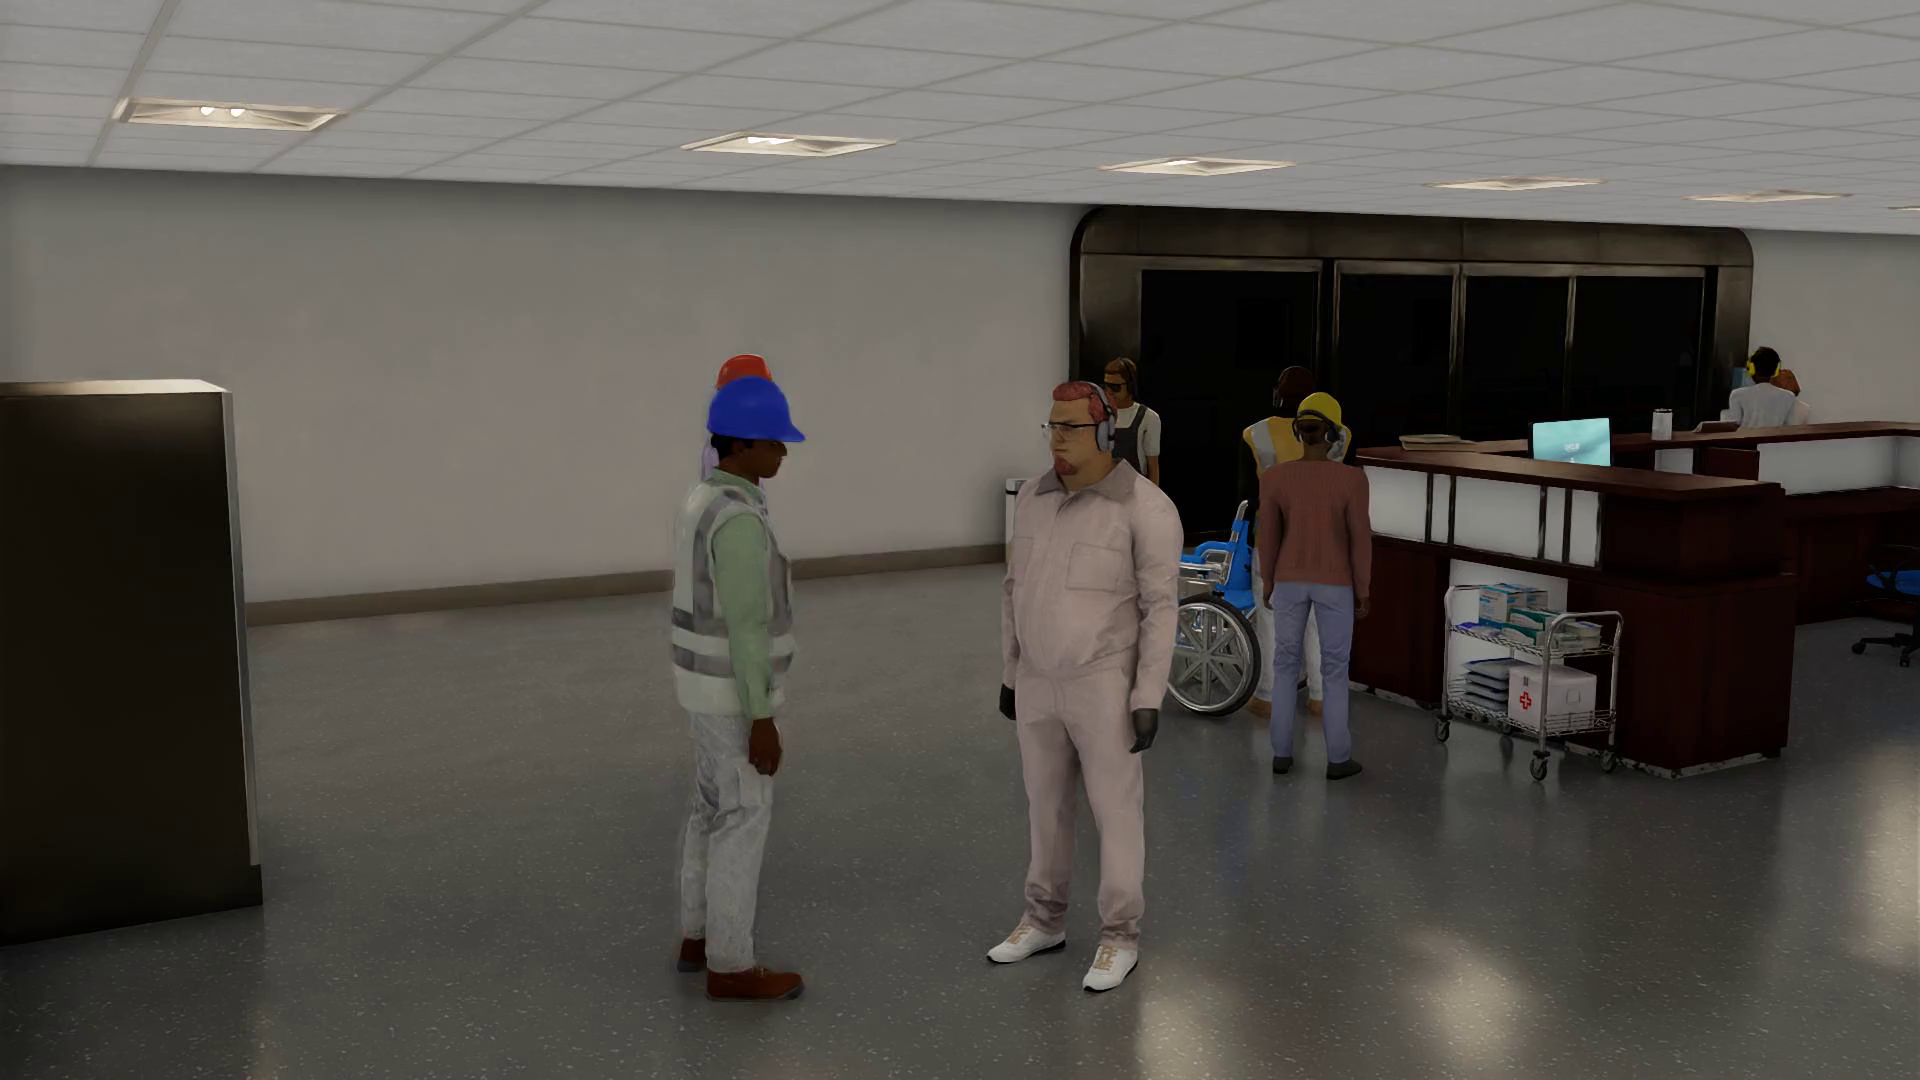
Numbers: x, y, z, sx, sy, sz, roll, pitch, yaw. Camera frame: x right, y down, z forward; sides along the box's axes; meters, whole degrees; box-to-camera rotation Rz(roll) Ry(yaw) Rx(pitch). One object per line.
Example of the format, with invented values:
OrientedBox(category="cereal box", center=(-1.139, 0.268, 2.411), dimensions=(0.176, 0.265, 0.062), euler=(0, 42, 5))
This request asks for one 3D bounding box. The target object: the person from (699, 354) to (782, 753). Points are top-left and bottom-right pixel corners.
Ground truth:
OrientedBox(category="person", center=(-1.012, 0.108, 7.708), dimensions=(0.390, 1.929, 0.545), euler=(0, 8, 1))

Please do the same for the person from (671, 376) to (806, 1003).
OrientedBox(category="person", center=(-0.692, 0.466, 5.183), dimensions=(0.408, 1.933, 0.678), euler=(-3, 8, -18))

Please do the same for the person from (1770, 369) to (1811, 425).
OrientedBox(category="person", center=(6.936, -0.624, 14.066), dimensions=(0.507, 1.631, 0.268), euler=(-2, 8, -15))

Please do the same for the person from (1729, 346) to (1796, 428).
OrientedBox(category="person", center=(6.051, -0.533, 12.609), dimensions=(0.516, 1.857, 0.339), euler=(0, 8, -1))

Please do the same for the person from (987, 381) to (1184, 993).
OrientedBox(category="person", center=(0.368, 0.454, 5.267), dimensions=(0.636, 1.911, 0.405), euler=(7, 10, 40))

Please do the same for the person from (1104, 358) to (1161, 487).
OrientedBox(category="person", center=(0.982, -0.204, 10.271), dimensions=(0.505, 1.839, 0.344), euler=(4, 9, 30))

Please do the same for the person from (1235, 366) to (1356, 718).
OrientedBox(category="person", center=(1.731, 0.017, 8.680), dimensions=(0.627, 1.844, 0.429), euler=(0, 8, -3))

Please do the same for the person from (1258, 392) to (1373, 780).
OrientedBox(category="person", center=(1.619, 0.209, 7.587), dimensions=(0.523, 1.760, 0.329), euler=(4, 9, 27))
